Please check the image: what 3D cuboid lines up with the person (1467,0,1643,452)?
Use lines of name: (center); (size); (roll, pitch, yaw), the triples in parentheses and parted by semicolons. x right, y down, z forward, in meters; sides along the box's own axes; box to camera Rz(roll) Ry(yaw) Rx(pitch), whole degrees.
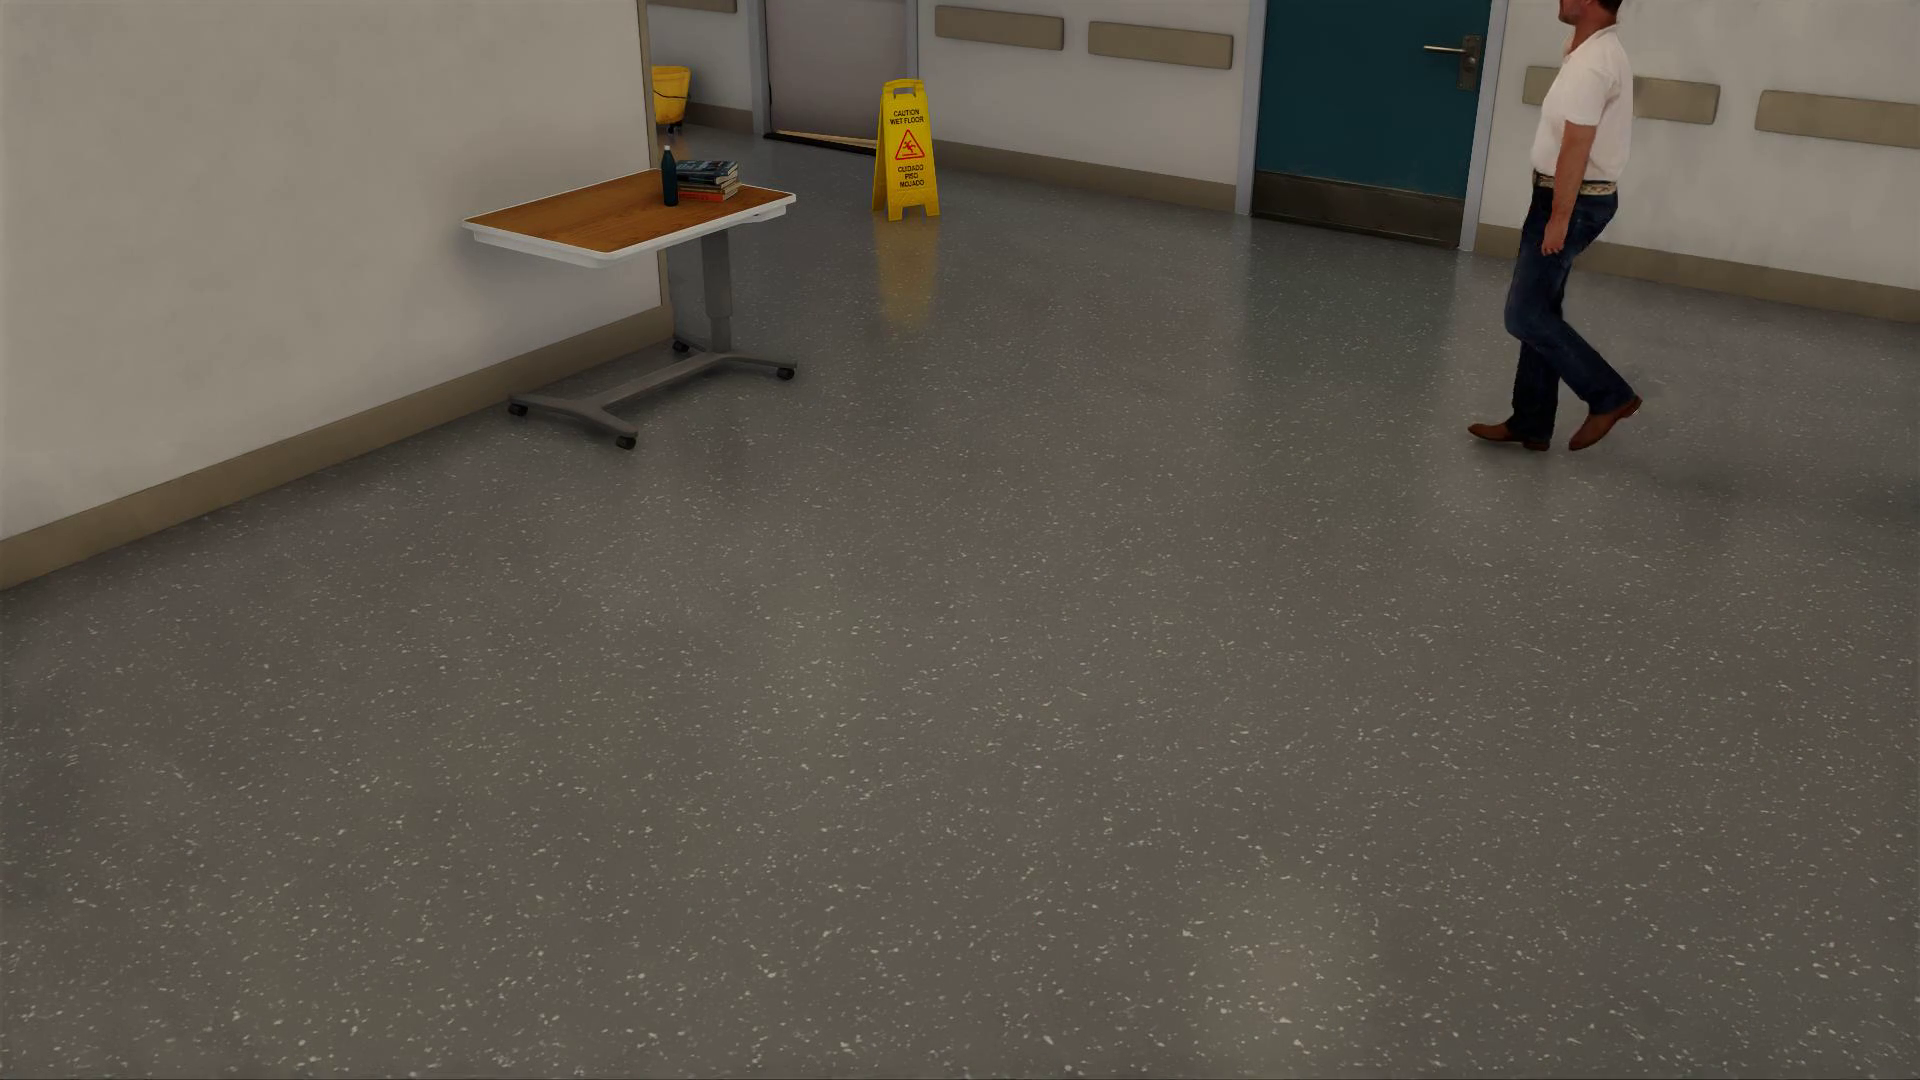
person: (2.286, -1.156, 6.000); (0.906, 1.840, 0.771); (11, 28, 21)
